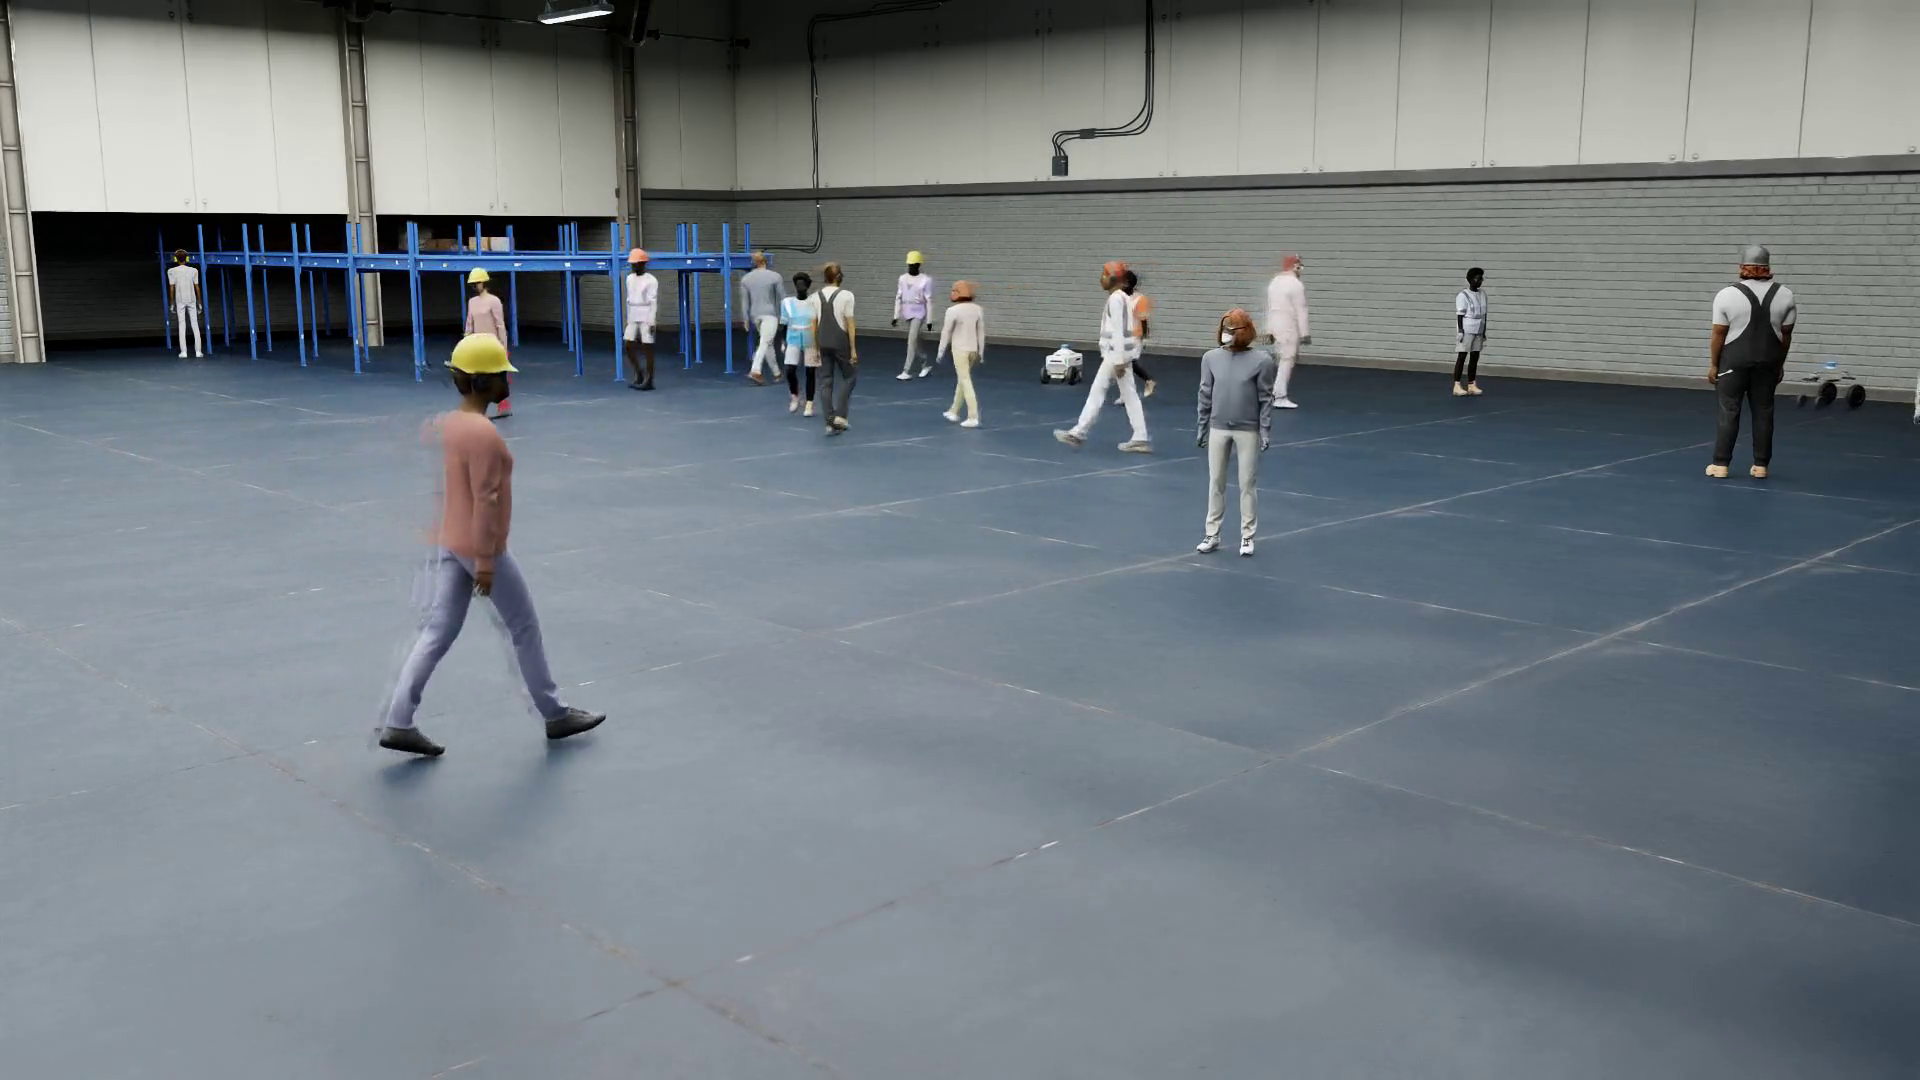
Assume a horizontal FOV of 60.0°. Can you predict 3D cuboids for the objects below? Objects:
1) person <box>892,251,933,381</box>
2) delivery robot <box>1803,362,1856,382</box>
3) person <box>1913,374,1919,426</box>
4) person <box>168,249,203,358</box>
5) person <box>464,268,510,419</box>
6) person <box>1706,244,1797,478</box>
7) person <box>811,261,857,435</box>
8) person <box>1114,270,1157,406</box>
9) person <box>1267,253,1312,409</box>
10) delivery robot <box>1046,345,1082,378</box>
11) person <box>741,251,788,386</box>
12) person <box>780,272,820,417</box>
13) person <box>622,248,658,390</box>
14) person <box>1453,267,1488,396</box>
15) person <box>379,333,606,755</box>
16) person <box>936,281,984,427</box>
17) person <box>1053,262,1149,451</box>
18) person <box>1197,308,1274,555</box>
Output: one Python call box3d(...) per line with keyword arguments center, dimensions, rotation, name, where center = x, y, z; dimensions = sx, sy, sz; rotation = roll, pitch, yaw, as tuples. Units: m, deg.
box3d(center=(-0.652, -3.339, 24.646), dimensions=(0.584, 1.890, 0.956), rotation=(8, 13, 38), name="person")
box3d(center=(10.830, -2.100, 20.686), dimensions=(0.698, 0.223, 0.335), rotation=(-4, 11, -22), name="delivery robot")
box3d(center=(7.412, -0.959, 12.412), dimensions=(0.516, 1.607, 0.629), rotation=(7, 13, 34), name="person")
box3d(center=(-13.455, -4.112, 28.907), dimensions=(0.510, 1.877, 0.328), rotation=(-6, 12, -30), name="person")
box3d(center=(-5.497, -2.225, 19.009), dimensions=(0.558, 1.725, 0.873), rotation=(8, 13, 37), name="person")
box3d(center=(6.894, -1.552, 14.609), dimensions=(0.684, 2.000, 0.538), rotation=(1, 10, 5), name="person")
box3d(center=(-1.313, -2.043, 17.732), dimensions=(0.550, 1.831, 0.438), rotation=(4, 11, 22), name="person")
box3d(center=(2.162, -2.527, 20.768), dimensions=(0.452, 1.679, 0.548), rotation=(-8, 13, -36), name="person")
box3d(center=(4.038, -2.552, 20.365), dimensions=(0.451, 1.887, 0.641), rotation=(-3, 11, -14), name="person")
box3d(center=(1.504, -2.569, 23.953), dimensions=(0.477, 0.478, 0.707), rotation=(4, 11, 23), name="delivery robot")
box3d(center=(-2.811, -3.168, 23.735), dimensions=(0.701, 1.887, 1.019), rotation=(5, 12, 25), name="person")
box3d(center=(-1.836, -2.283, 19.438), dimensions=(0.551, 1.684, 0.359), rotation=(0, 10, 2), name="person")
box3d(center=(-4.407, -3.014, 22.775), dimensions=(0.569, 1.923, 0.495), rotation=(7, 12, 32), name="person")
box3d(center=(6.784, -2.767, 22.077), dimensions=(0.530, 1.689, 0.322), rotation=(-6, 12, -30), name="person")
box3d(center=(-1.972, 0.020, 6.783), dimensions=(0.924, 1.724, 0.534), rotation=(-7, 13, -35), name="person")
box3d(center=(-0.032, -2.080, 18.550), dimensions=(0.521, 1.596, 0.786), rotation=(-9, 14, -41), name="person")
box3d(center=(1.420, -1.785, 16.300), dimensions=(0.974, 1.835, 0.608), rotation=(3, 11, 16), name="person")
box3d(center=(1.820, -0.718, 11.053), dimensions=(0.504, 1.631, 0.281), rotation=(5, 11, 25), name="person")
